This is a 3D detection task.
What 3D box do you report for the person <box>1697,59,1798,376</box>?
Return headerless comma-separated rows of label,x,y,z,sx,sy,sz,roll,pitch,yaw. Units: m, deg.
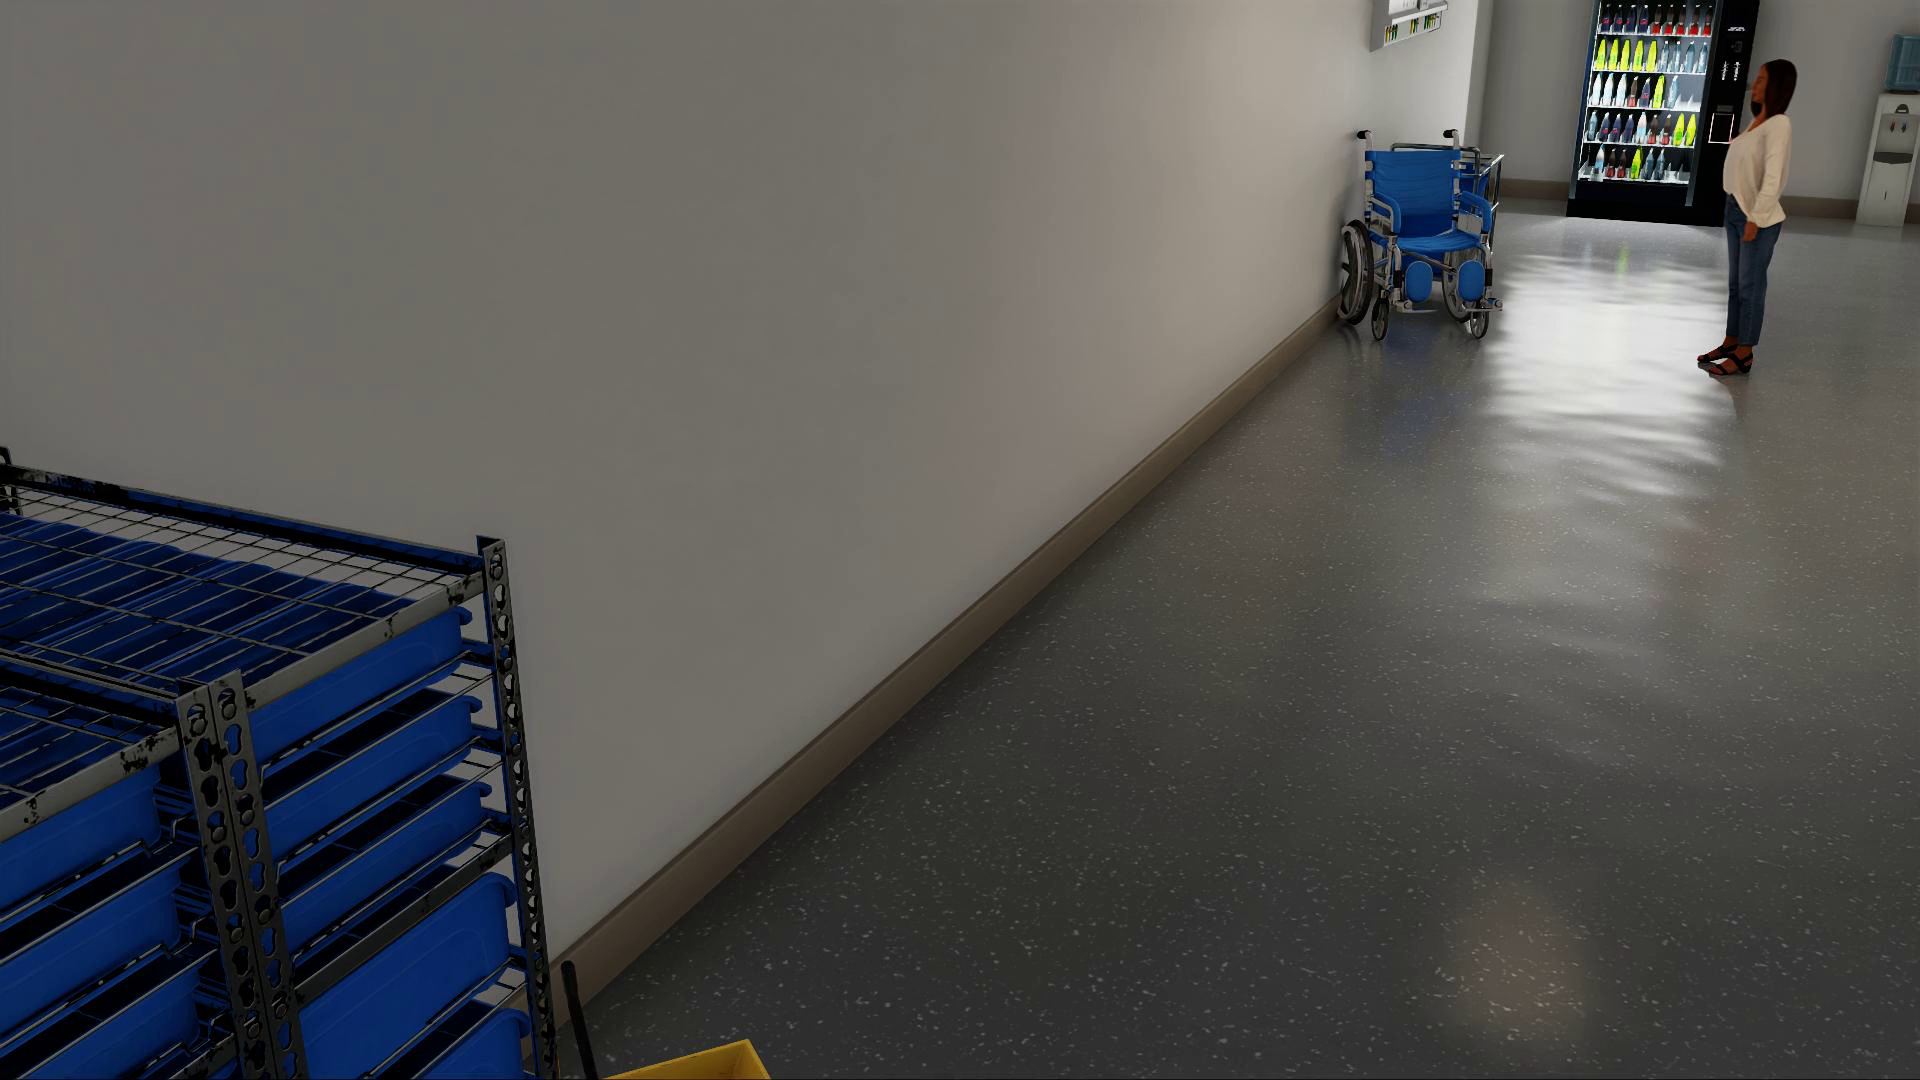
person,4.327,-1.748,9.054,0.628,1.673,0.668,4,21,10
